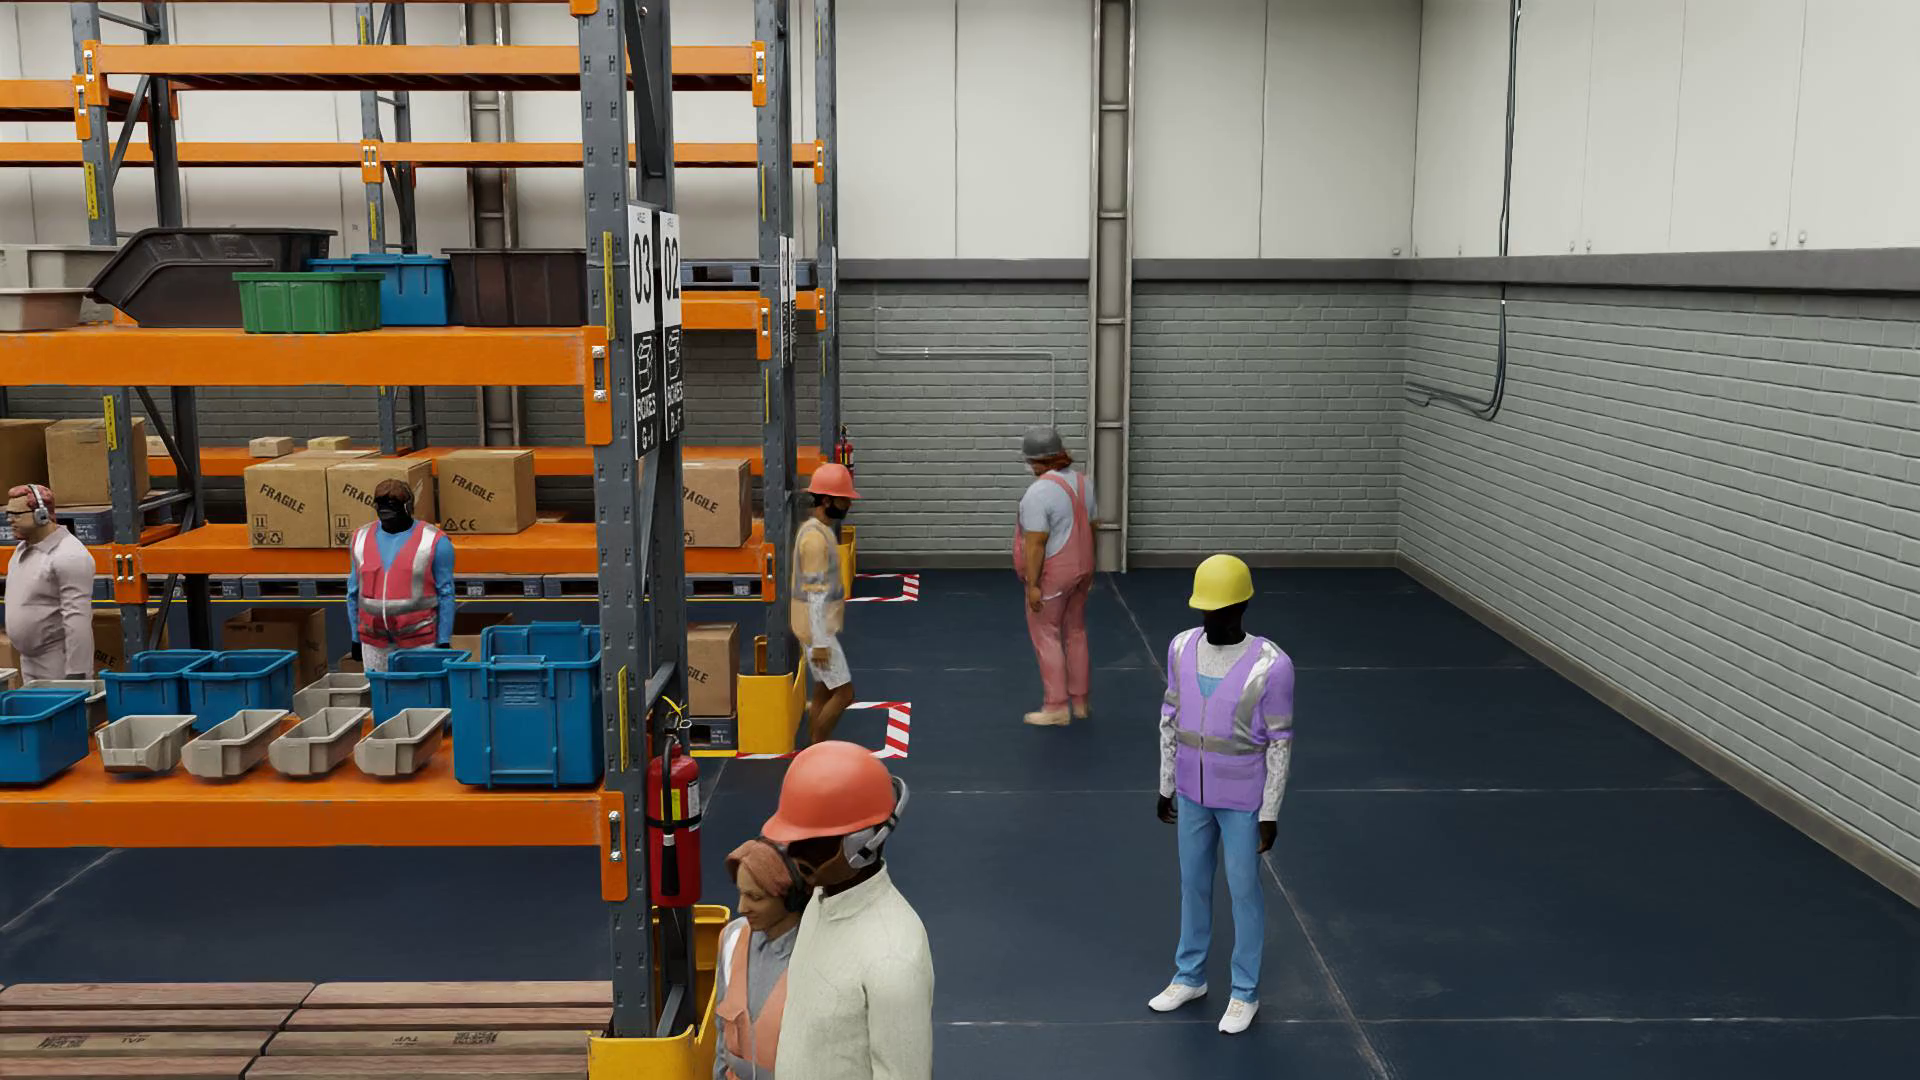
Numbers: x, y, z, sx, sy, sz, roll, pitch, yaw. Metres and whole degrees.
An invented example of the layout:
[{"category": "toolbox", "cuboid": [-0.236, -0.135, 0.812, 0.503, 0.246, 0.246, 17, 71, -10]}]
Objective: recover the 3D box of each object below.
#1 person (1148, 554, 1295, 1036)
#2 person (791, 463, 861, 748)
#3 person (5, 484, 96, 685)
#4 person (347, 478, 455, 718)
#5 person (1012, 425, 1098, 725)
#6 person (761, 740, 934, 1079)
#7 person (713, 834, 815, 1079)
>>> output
[{"category": "person", "cuboid": [1.037, 0.999, 6.653, 0.586, 1.925, 0.369, 8, 12, 40]}, {"category": "person", "cuboid": [-0.769, 0.513, 9.631, 0.412, 1.923, 0.594, 0, 9, -1]}, {"category": "person", "cuboid": [-4.894, 0.641, 8.946, 0.650, 1.900, 0.399, 6, 11, 34]}, {"category": "person", "cuboid": [-3.229, 0.561, 9.593, 0.619, 1.845, 0.430, 0, 9, 3]}, {"category": "person", "cuboid": [0.621, 0.208, 11.150, 0.534, 2.000, 0.751, 7, 12, 36]}, {"category": "person", "cuboid": [-0.256, 1.423, 3.849, 0.383, 1.992, 0.609, -4, 10, -22]}, {"category": "person", "cuboid": [-0.434, 1.533, 4.282, 0.525, 1.632, 0.311, 8, 12, 40]}]
